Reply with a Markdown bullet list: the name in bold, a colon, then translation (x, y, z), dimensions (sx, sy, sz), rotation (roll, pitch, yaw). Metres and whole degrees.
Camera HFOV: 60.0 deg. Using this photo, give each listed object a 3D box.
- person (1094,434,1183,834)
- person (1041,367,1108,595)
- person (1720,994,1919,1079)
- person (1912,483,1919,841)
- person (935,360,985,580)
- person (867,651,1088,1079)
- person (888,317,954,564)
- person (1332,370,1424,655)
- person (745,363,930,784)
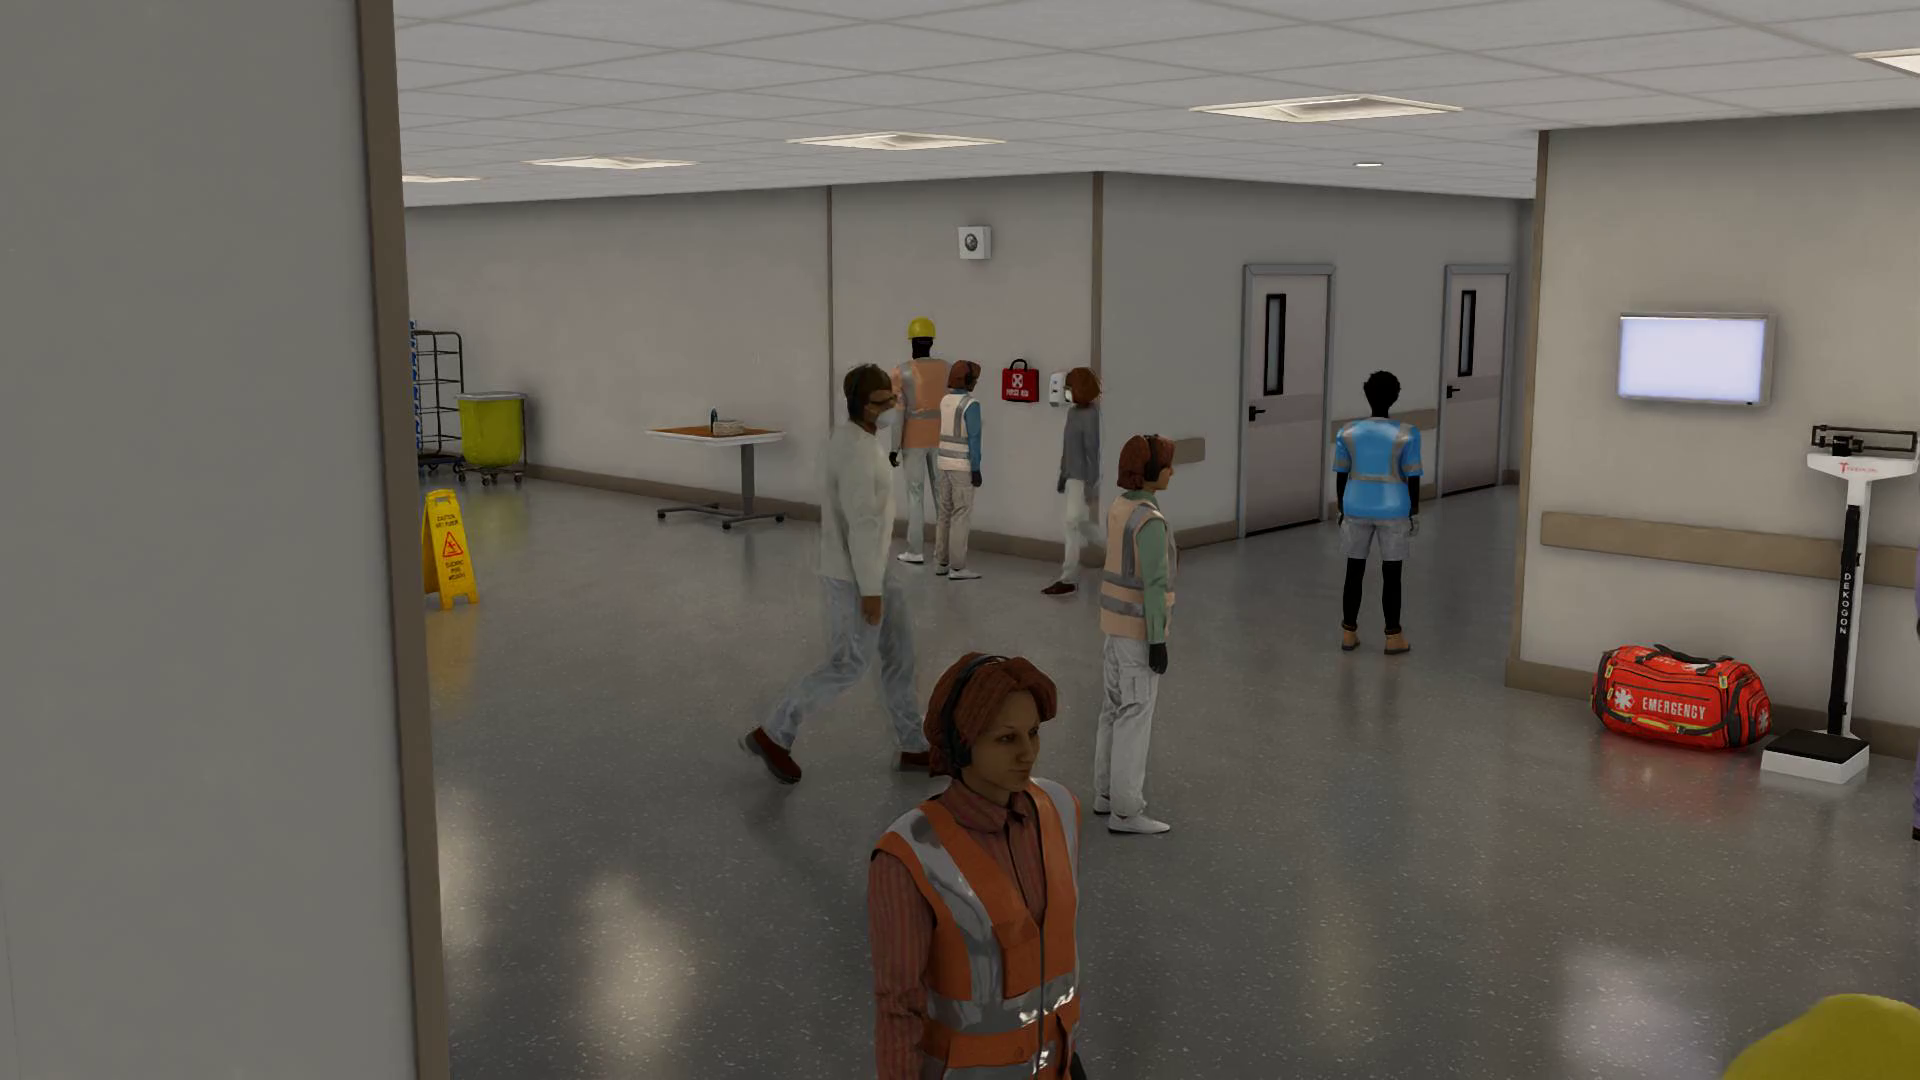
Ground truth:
- **person**: translation (0.730, 0.383, 6.813), dimensions (0.314, 1.632, 0.517), rotation (-2, 9, -11)
- **person**: translation (0.898, -0.422, 11.778), dimensions (0.645, 1.616, 0.508), rotation (-2, 9, -10)
- **person**: translation (0.584, 1.210, 1.166), dimensions (0.595, 1.823, 0.403), rotation (2, 9, 12)
- **person**: translation (4.073, 0.302, 6.501), dimensions (0.399, 1.902, 0.648), rotation (-6, 11, -31)
- **person**: translation (-0.006, -0.522, 12.385), dimensions (0.323, 1.630, 0.503), rotation (-5, 11, -28)
- **person**: translation (0.043, 1.003, 2.988), dimensions (0.306, 1.639, 0.523), rotation (8, 12, 41)
- **person**: translation (-0.293, -0.778, 13.029), dimensions (0.594, 1.924, 0.382), rotation (-5, 10, -27)
- **person**: translation (2.495, -0.160, 9.942), dimensions (0.540, 1.697, 0.316), rotation (5, 11, 29)
- **person**: translation (-0.475, 0.159, 7.388), dimensions (0.941, 1.906, 0.631), rotation (0, 9, 1)
